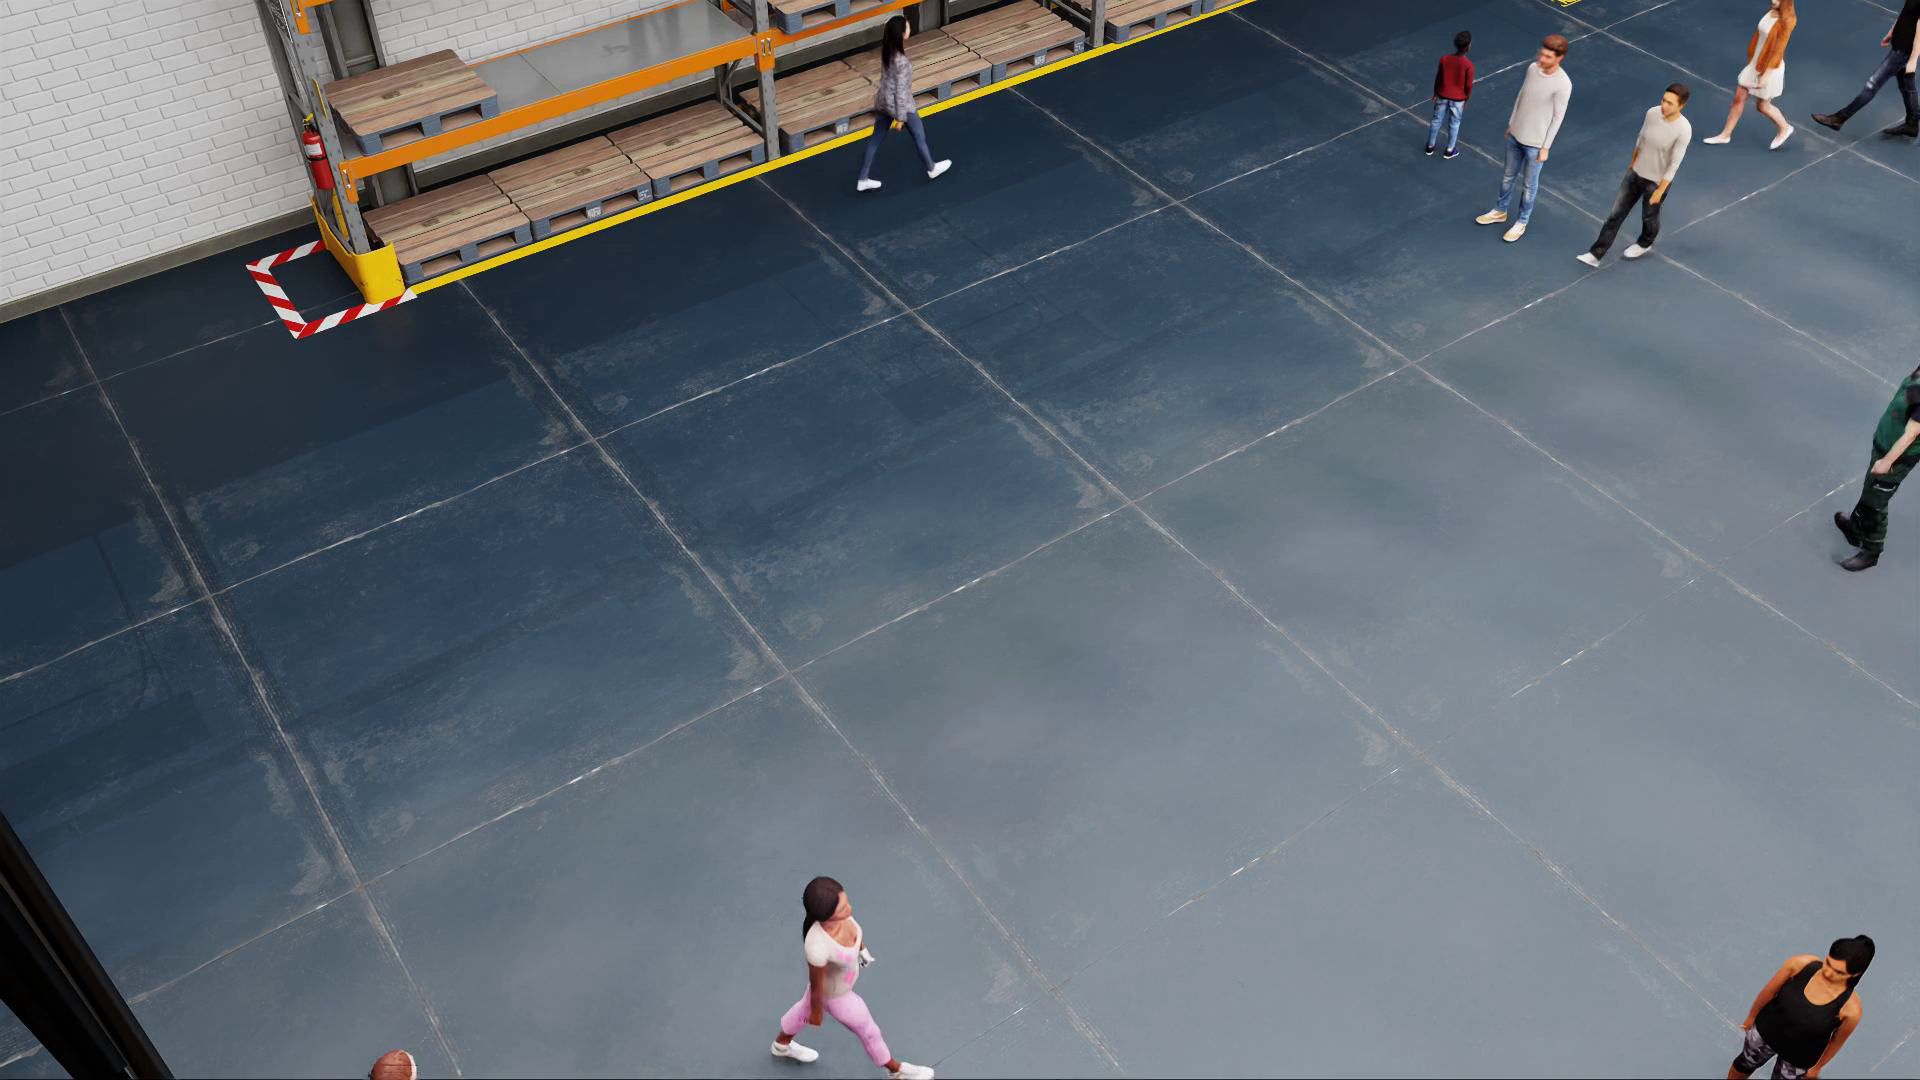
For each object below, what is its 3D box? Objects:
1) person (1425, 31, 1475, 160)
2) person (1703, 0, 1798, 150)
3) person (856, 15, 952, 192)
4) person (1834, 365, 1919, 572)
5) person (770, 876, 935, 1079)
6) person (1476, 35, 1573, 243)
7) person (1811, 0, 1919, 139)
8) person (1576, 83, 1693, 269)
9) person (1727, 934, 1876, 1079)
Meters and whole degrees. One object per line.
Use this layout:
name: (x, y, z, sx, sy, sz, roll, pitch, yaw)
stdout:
person: (4.658, -4.218, 15.759, 0.574, 1.255, 0.592, 22, 48, 21)
person: (7.681, -4.453, 15.696, 1.101, 1.682, 0.908, -6, 44, -6)
person: (-0.671, -3.914, 15.133, 1.187, 1.680, 0.689, -22, 48, -22)
person: (6.548, -0.668, 11.583, 0.759, 1.876, 0.951, -34, 53, -30)
person: (-0.737, 2.288, 8.613, 1.179, 1.692, 1.088, 5, 44, 6)
person: (5.009, -3.545, 14.584, 0.582, 1.902, 0.656, -23, 48, -22)
person: (9.054, -4.624, 15.759, 1.223, 1.844, 1.283, 15, 46, 15)
person: (5.986, -3.123, 14.236, 1.131, 1.771, 0.696, -22, 48, -22)
person: (4.204, 2.505, 8.408, 0.524, 1.660, 0.587, -30, 51, -27)
